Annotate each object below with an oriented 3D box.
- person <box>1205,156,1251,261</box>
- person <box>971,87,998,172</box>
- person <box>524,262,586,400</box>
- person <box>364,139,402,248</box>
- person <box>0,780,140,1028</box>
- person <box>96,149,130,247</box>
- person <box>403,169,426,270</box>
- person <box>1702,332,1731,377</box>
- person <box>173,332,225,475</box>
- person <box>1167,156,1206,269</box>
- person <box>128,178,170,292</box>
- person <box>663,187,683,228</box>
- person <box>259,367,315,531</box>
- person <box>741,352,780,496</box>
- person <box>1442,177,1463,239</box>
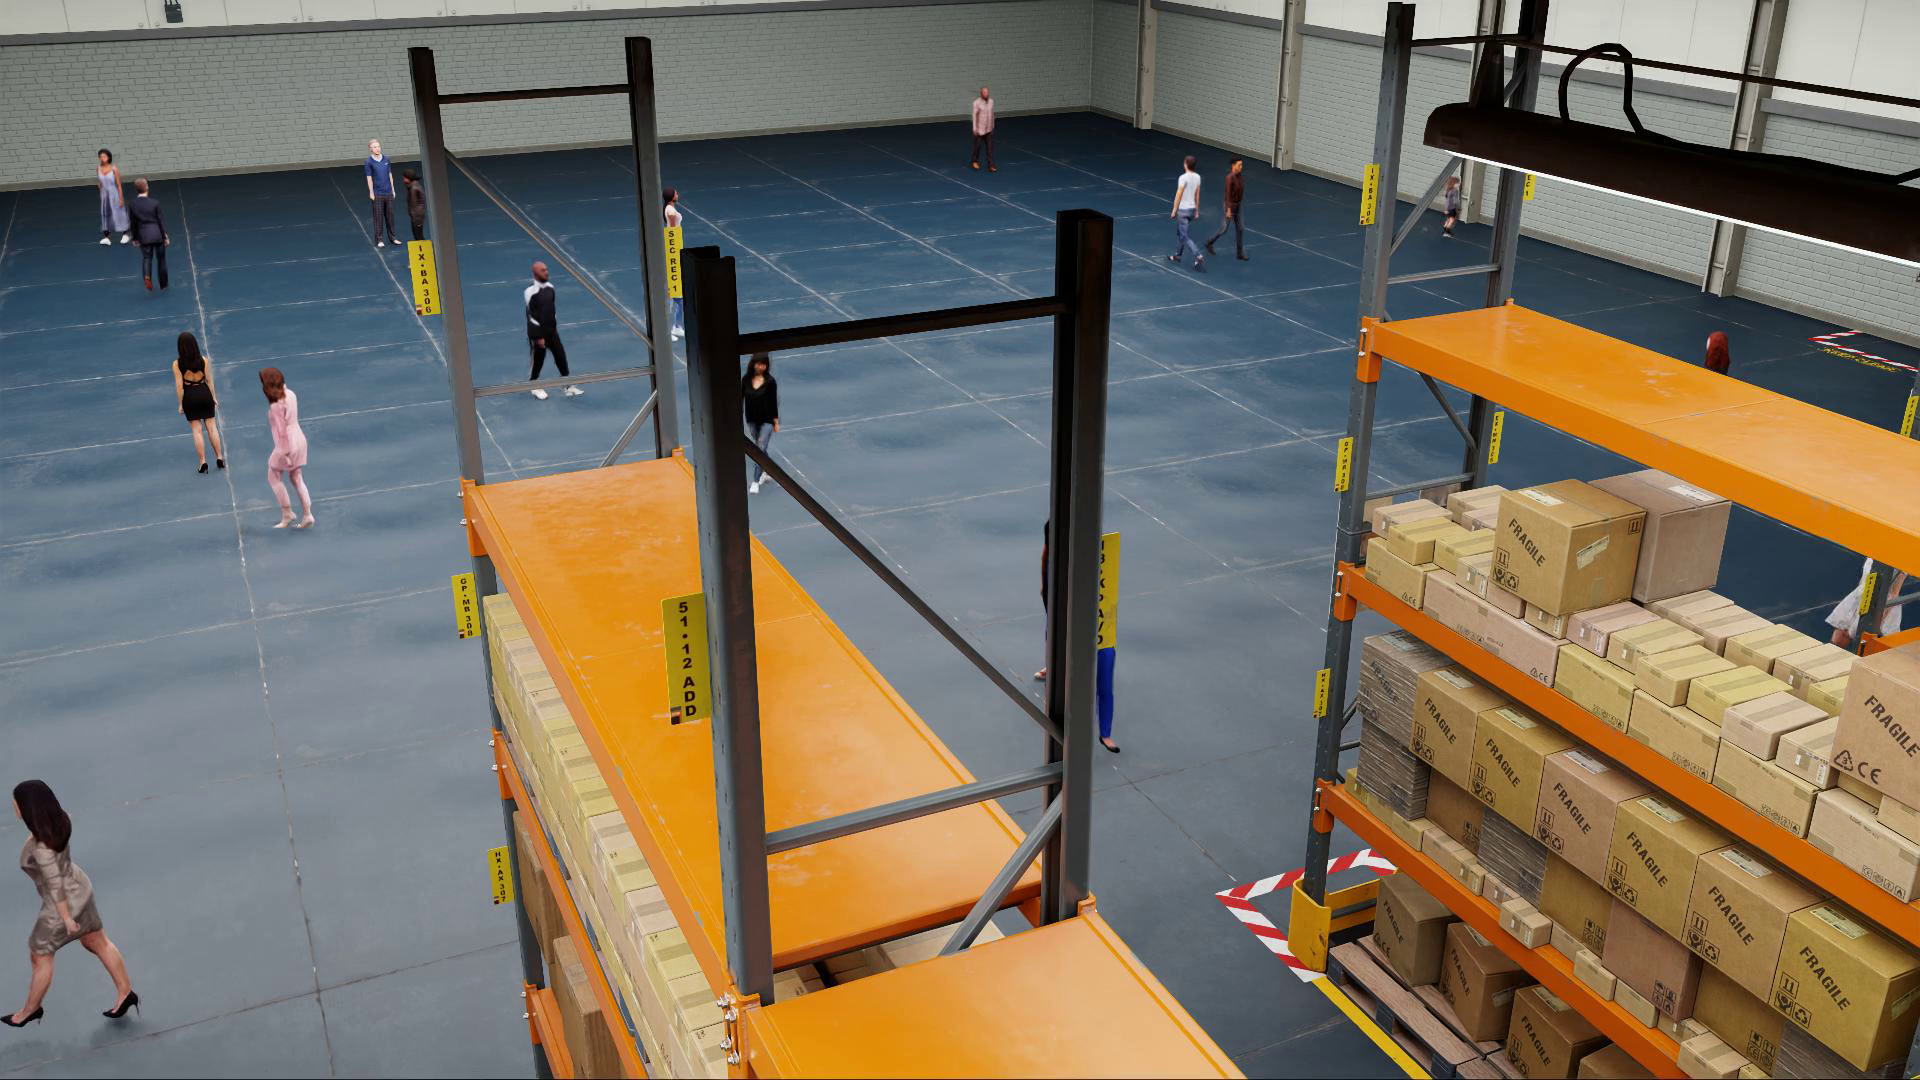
[{"bbox_3d":[4.590,-5.686,28.550,0.914,1.743,1.219,-21,31,-40],"label":"person"},{"bbox_3d":[0.466,-8.910,36.105,0.707,1.763,1.149,-10,25,-23],"label":"person"},{"bbox_3d":[-5.455,-2.701,21.452,1.161,1.804,0.989,16,28,33],"label":"person"},{"bbox_3d":[-10.280,-6.174,29.534,0.682,1.872,0.730,20,30,39],"label":"person"},{"bbox_3d":[-5.299,2.205,10.035,0.864,1.712,1.014,-2,23,-5],"label":"person"},{"bbox_3d":[-15.090,-6.125,29.667,0.821,1.678,0.987,0,23,0],"label":"person"},{"bbox_3d":[-9.146,-5.430,28.056,0.627,1.659,0.686,20,30,38],"label":"person"},{"bbox_3d":[8.396,-1.437,18.510,0.653,1.781,0.684,-18,29,-36],"label":"person"},{"bbox_3d":[-8.702,-1.567,18.986,0.612,1.648,0.555,-16,28,-33],"label":"person"},{"bbox_3d":[3.867,-5.491,27.969,0.856,1.840,1.221,-20,30,-39],"label":"person"},{"bbox_3d":[-12.891,-4.820,26.442,0.820,1.799,1.024,-4,23,-10],"label":"person"},{"bbox_3d":[-4.539,-4.699,26.233,0.643,1.740,0.484,-8,24,-17],"label":"person"},{"bbox_3d":[-7.013,-0.932,17.320,0.839,1.783,0.754,3,23,7],"label":"person"},{"bbox_3d":[-2.199,-1.354,18.528,1.010,1.615,1.068,10,25,22],"label":"person"},{"bbox_3d":[8.900,-6.066,30.277,0.599,1.092,0.555,17,29,35],"label":"person"}]
